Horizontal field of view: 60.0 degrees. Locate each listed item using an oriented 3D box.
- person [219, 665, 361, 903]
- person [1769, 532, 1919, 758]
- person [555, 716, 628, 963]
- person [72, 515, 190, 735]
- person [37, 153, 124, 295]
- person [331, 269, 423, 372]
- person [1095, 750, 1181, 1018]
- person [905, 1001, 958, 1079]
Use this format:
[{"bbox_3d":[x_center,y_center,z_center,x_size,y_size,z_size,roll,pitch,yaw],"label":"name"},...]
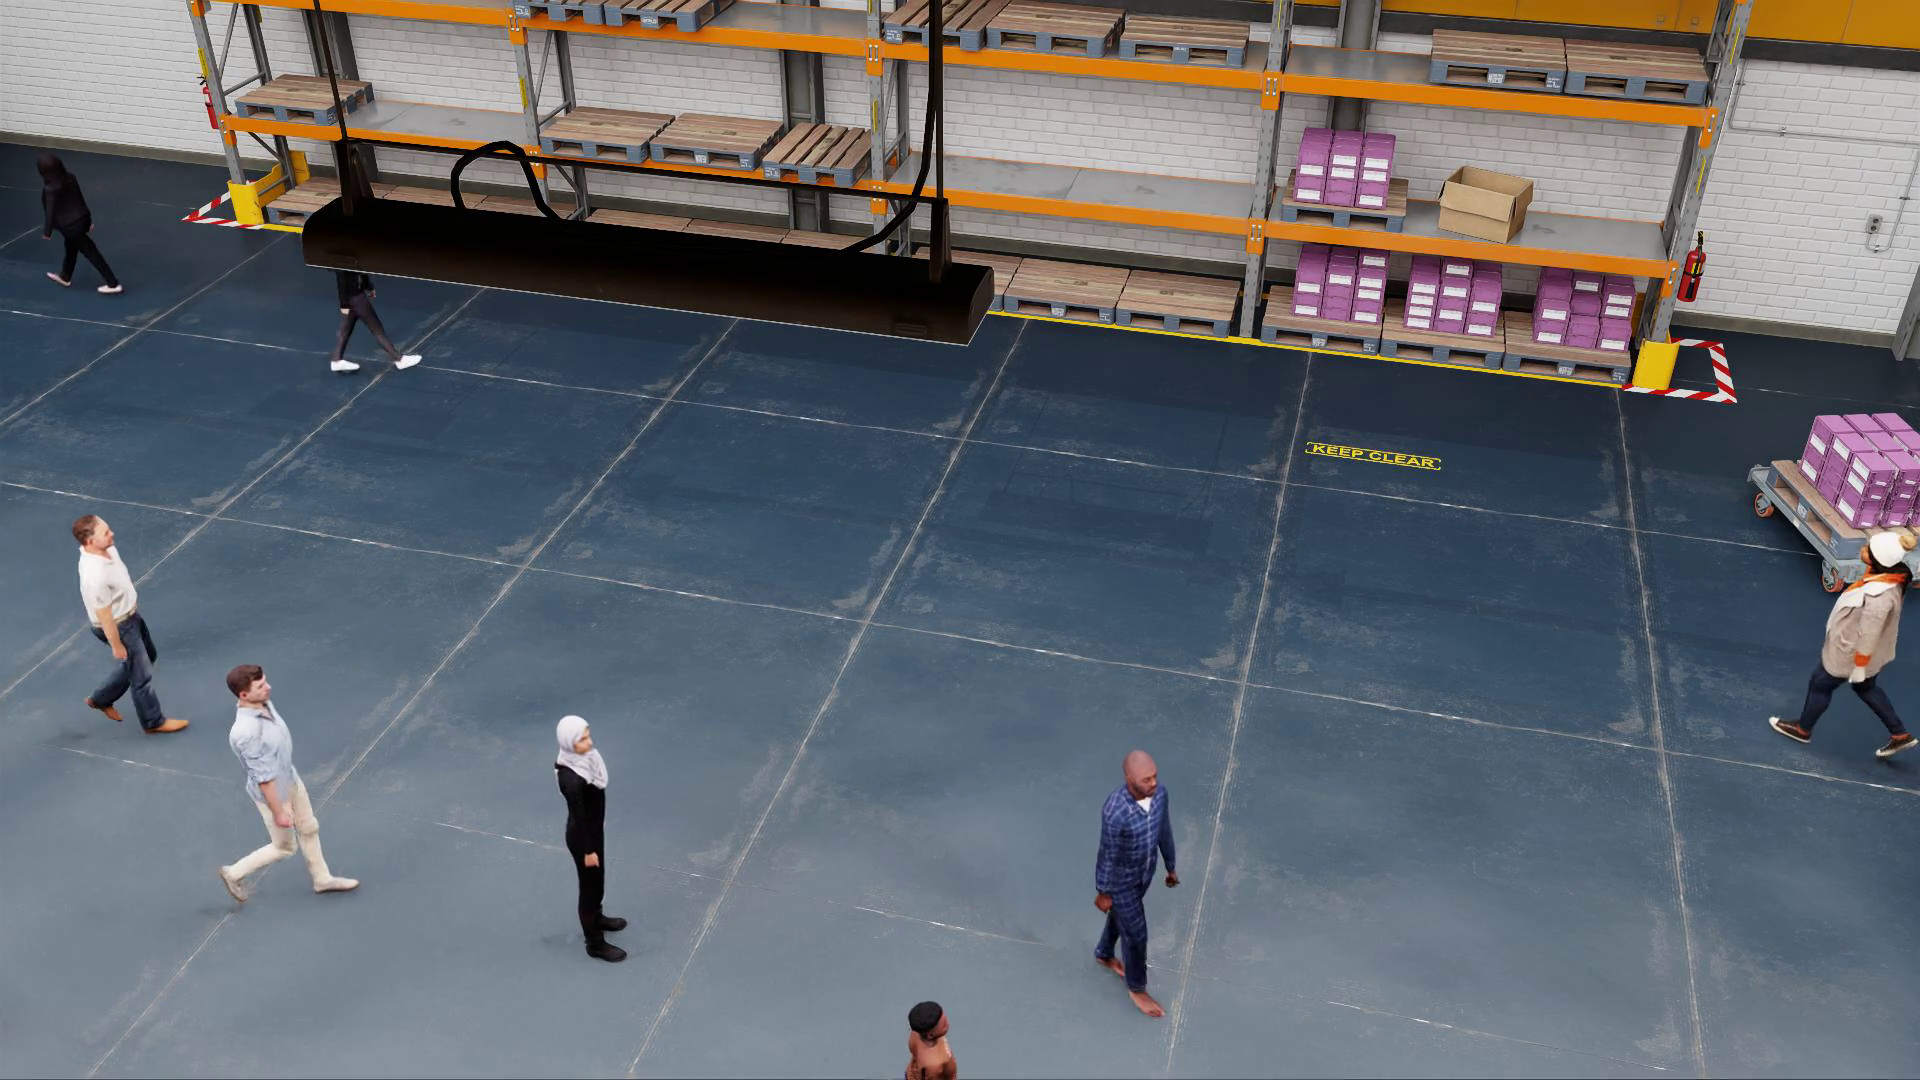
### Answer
[{"bbox_3d":[-4.304,1.548,10.256,1.117,1.832,0.874,-4,34,-5],"label":"person"},{"bbox_3d":[6.319,0.741,11.449,1.242,1.856,1.009,26,42,34],"label":"person"},{"bbox_3d":[-2.234,1.775,9.964,0.646,1.778,0.666,-3,34,-5],"label":"person"},{"bbox_3d":[-5.989,0.620,11.646,1.019,1.840,0.905,-8,34,-12],"label":"person"},{"bbox_3d":[-9.417,-3.352,17.868,1.147,1.567,0.834,-1,34,-1],"label":"person"},{"bbox_3d":[-6.033,-2.358,16.311,1.225,1.636,0.943,-5,34,-7],"label":"person"},{"bbox_3d":[0.924,1.899,9.756,0.996,1.802,0.894,27,42,34],"label":"person"},{"bbox_3d":[-0.230,2.892,8.786,0.963,1.222,0.821,-10,35,-15],"label":"person"}]
